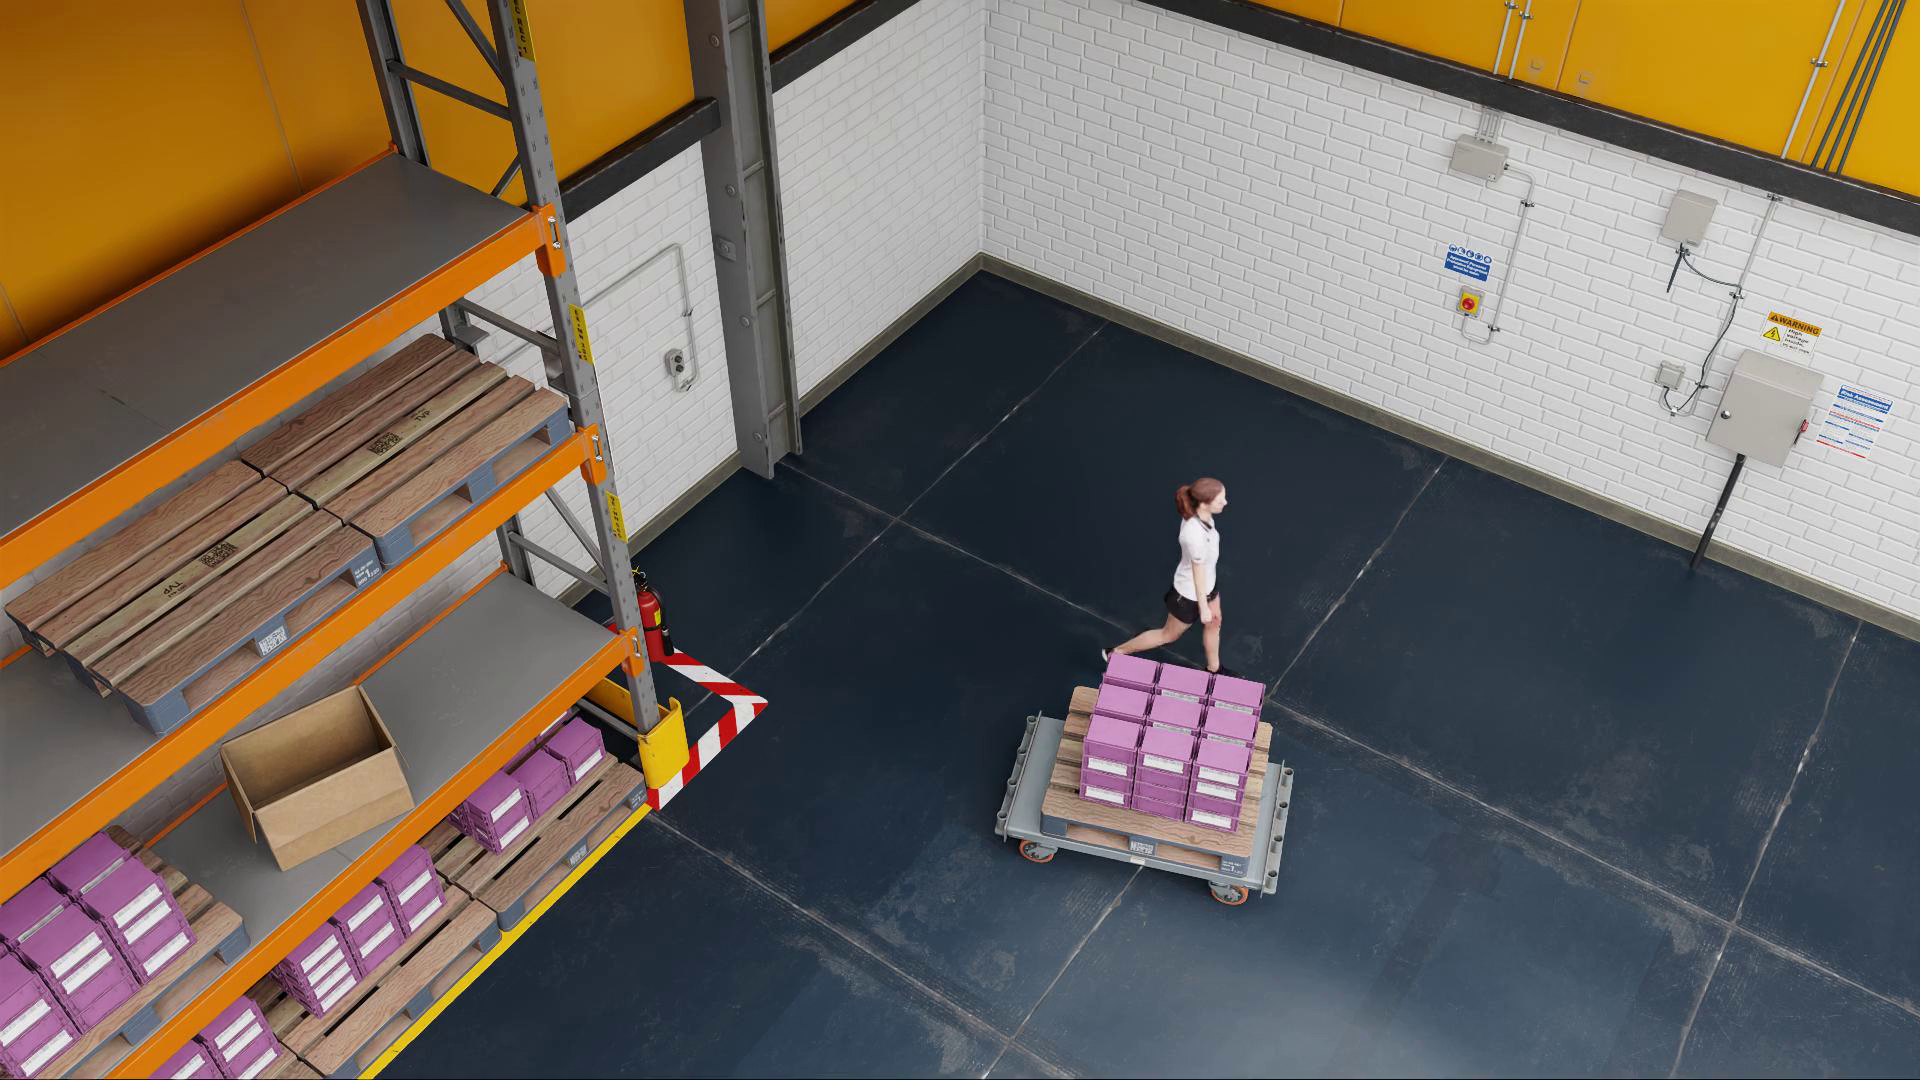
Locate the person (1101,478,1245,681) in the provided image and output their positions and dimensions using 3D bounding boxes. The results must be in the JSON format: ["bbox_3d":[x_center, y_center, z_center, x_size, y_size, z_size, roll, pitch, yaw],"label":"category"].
[{"bbox_3d":[1.352,0.313,10.341,0.916,1.717,1.152,9,44,10],"label":"person"}]
